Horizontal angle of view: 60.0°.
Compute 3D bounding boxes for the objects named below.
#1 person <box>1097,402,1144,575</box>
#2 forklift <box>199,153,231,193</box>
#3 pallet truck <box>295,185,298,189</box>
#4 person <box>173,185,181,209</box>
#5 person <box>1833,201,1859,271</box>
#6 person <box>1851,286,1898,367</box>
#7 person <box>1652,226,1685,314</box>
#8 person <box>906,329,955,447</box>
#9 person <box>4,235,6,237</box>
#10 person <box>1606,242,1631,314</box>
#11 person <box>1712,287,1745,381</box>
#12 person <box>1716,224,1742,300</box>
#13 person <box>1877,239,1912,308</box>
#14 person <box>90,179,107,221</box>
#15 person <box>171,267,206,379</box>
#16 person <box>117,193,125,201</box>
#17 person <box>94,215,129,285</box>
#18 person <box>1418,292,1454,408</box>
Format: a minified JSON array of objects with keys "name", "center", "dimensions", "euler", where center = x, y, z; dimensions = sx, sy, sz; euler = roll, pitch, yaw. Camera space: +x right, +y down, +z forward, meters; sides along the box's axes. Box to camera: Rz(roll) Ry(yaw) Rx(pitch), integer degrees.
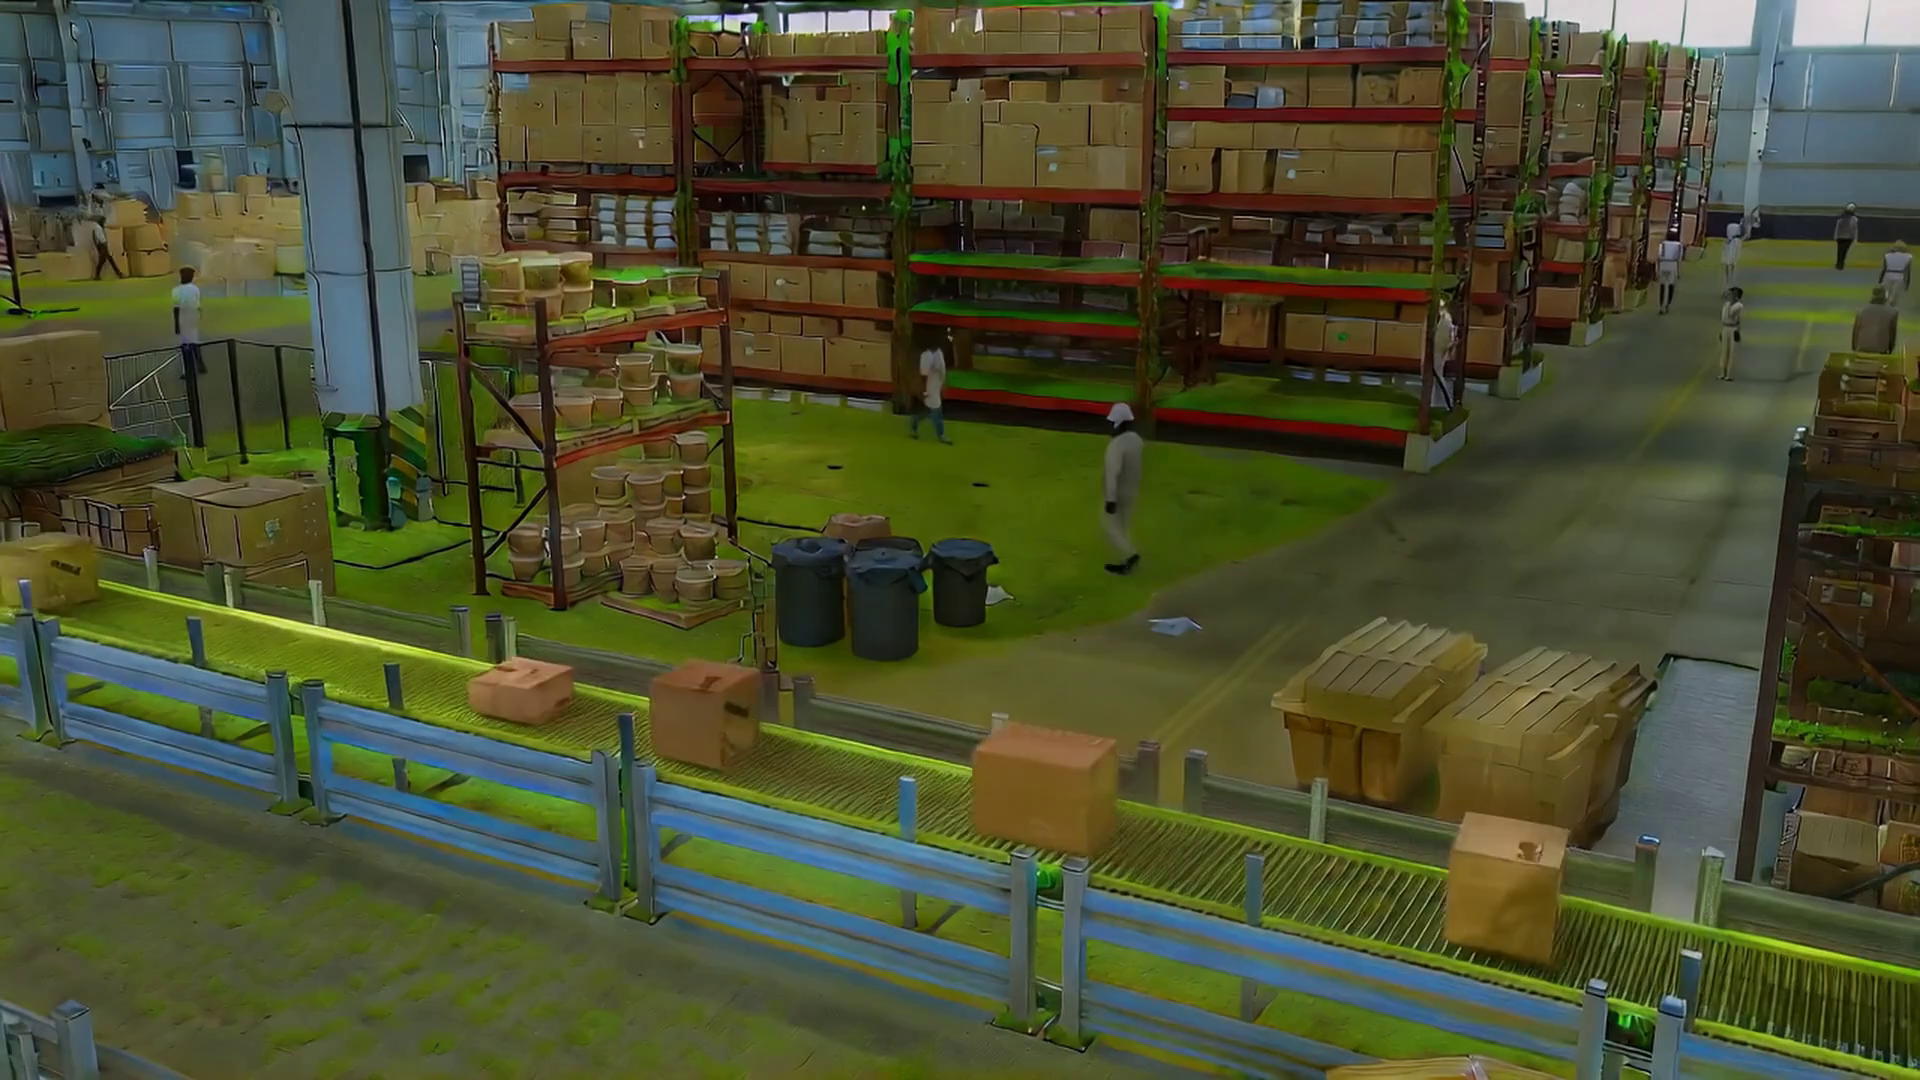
[{"name":"person","center":[1.655,-0.500,17.012],"dimensions":[0.434,1.817,0.616],"euler":[9,18,31]},{"name":"forklift","center":[-27.440,-12.865,61.464],"dimensions":[1.873,2.768,1.129],"euler":[8,17,28]},{"name":"pallet truck","center":[-26.804,-14.617,69.738],"dimensions":[1.885,1.965,0.823],"euler":[-14,20,-42]},{"name":"person","center":[-29.726,-12.695,63.277],"dimensions":[0.839,1.591,0.557],"euler":[-10,18,-33]},{"name":"person","center":[25.312,-8.657,47.419],"dimensions":[0.966,1.946,0.648],"euler":[-11,18,-35]},{"name":"person","center":[14.654,-3.116,26.693],"dimensions":[0.638,1.902,0.406],"euler":[9,18,31]},{"name":"person","center":[16.212,-6.196,38.109],"dimensions":[0.623,1.994,1.032],"euler":[7,16,23]},{"name":"person","center":[-0.440,-2.170,23.567],"dimensions":[0.787,1.671,0.529],"euler":[6,16,20]},{"name":"person","center":[-33.832,-11.590,58.602],"dimensions":[0.609,1.872,0.414],"euler":[13,20,41]},{"name":"person","center":[14.997,-5.964,37.932],"dimensions":[0.643,1.624,0.332],"euler":[-6,16,-20]},{"name":"person","center":[13.446,-3.594,28.982],"dimensions":[0.315,1.641,0.515],"euler":[-2,15,-8]},{"name":"person","center":[18.764,-6.772,40.552],"dimensions":[0.429,1.839,0.633],"euler":[2,15,7]},{"name":"person","center":[20.443,-5.658,36.389],"dimensions":[0.606,1.817,0.796],"euler":[9,17,29]},{"name":"person","center":[-31.737,-12.340,61.299],"dimensions":[0.551,1.932,0.377],"euler":[-2,15,-7]},{"name":"person","center":[-13.634,-3.814,29.291],"dimensions":[0.378,1.931,0.775],"euler":[5,16,19]},{"name":"person","center":[-26.101,-9.878,52.097],"dimensions":[0.646,1.914,0.803],"euler":[6,16,20]},{"name":"person","center":[-22.546,-7.672,43.999],"dimensions":[0.956,1.799,0.542],"euler":[-13,20,-40]},{"name":"person","center":[7.289,-2.843,25.592],"dimensions":[0.371,1.940,0.627],"euler":[-7,16,-25]}]
